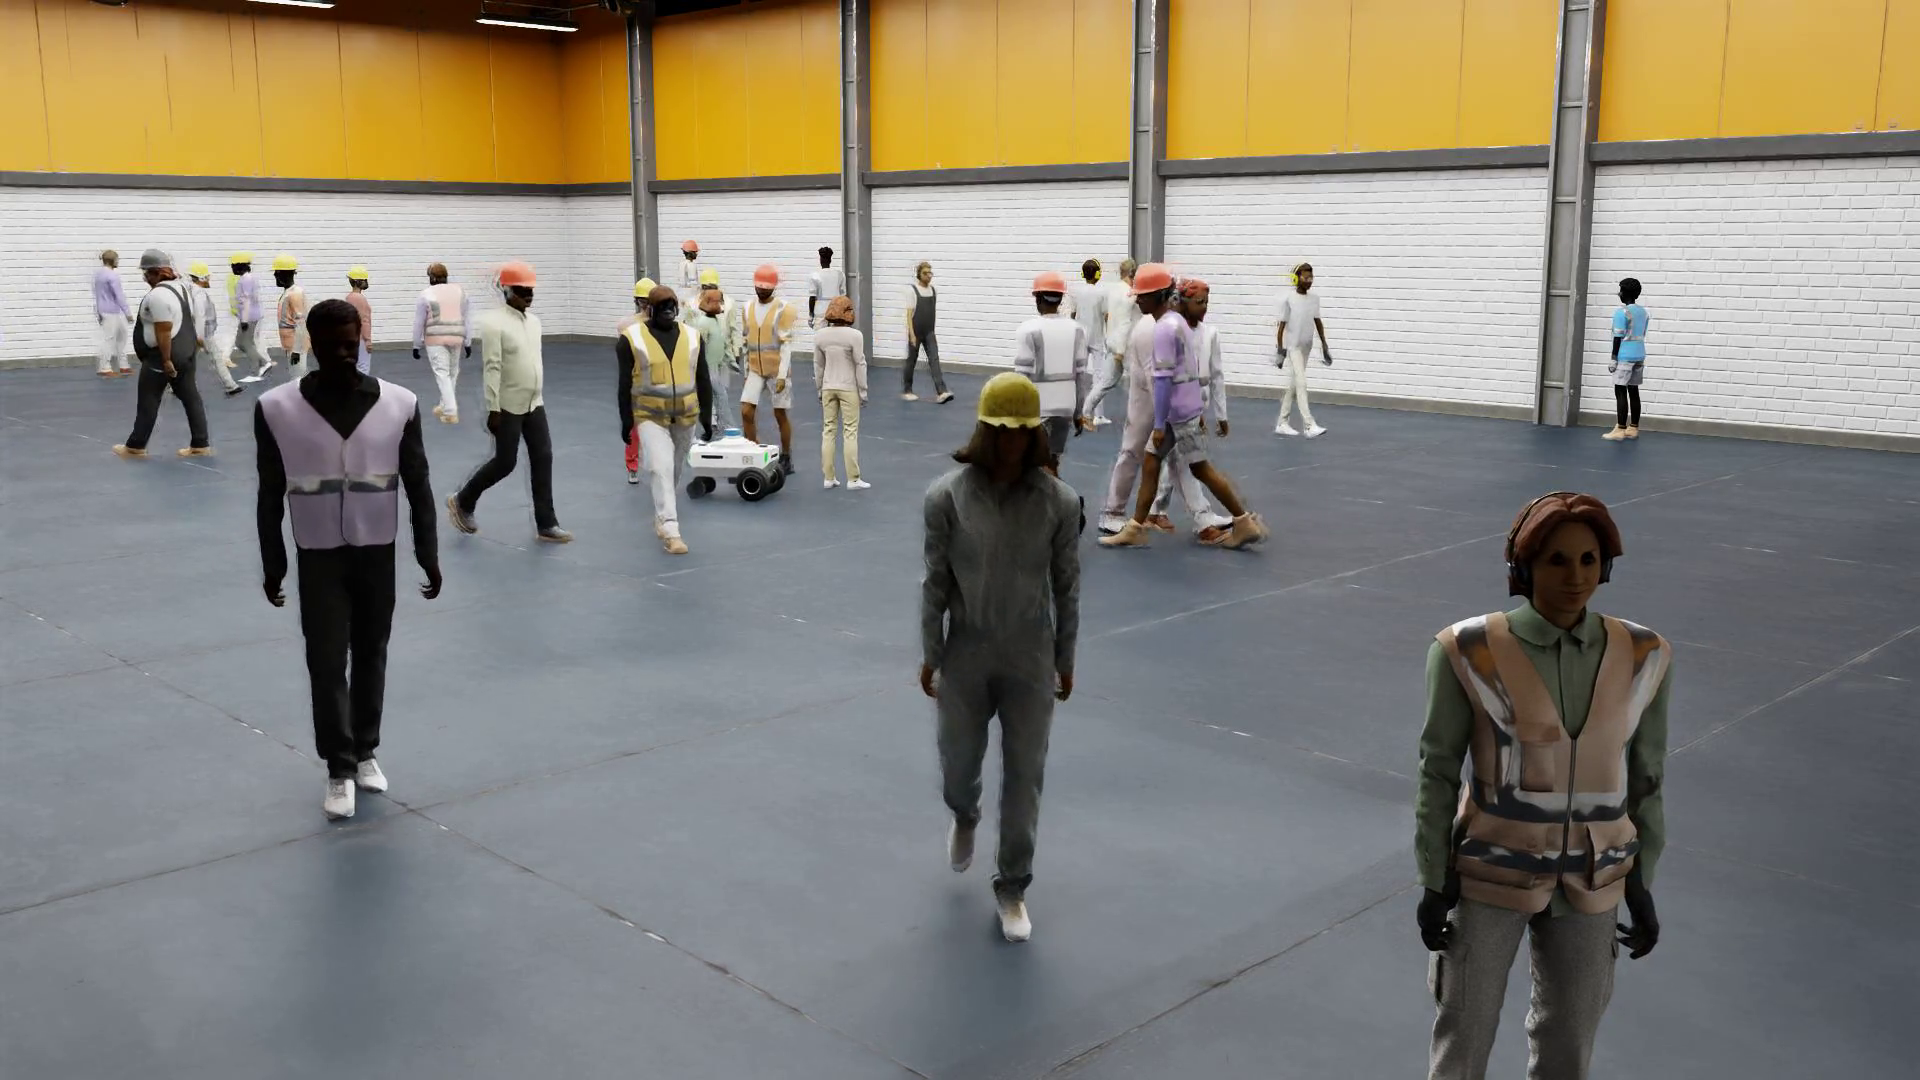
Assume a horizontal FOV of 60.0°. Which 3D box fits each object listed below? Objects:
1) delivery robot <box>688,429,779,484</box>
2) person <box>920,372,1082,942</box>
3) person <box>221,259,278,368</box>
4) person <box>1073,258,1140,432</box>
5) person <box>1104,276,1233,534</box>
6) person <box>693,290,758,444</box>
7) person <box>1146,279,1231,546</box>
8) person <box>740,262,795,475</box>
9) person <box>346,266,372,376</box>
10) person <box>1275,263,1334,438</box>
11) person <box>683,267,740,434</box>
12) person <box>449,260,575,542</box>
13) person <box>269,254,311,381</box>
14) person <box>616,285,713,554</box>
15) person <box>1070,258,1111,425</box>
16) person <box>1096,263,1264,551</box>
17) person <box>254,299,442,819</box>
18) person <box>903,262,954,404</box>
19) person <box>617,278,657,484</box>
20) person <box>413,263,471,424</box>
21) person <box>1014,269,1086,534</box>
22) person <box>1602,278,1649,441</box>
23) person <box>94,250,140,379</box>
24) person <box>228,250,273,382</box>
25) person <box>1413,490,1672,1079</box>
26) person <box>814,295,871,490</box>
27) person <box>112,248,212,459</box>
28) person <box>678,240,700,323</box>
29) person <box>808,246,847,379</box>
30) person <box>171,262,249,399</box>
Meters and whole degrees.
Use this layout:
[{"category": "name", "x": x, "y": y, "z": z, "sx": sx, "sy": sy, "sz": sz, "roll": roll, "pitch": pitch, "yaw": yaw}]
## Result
[{"category": "delivery robot", "x": -1.853, "y": -0.667, "z": 13.580, "sx": 0.707, "sy": 0.478, "sz": 0.477, "roll": 2, "pitch": 11, "yaw": 11}, {"category": "person", "x": 0.124, "y": 0.335, "z": 5.151, "sx": 0.504, "sy": 1.726, "sz": 0.503, "roll": -1, "pitch": 10, "yaw": -3}, {"category": "person", "x": -11.568, "y": -3.665, "z": 26.805, "sx": 0.639, "sy": 1.801, "sz": 0.944, "roll": 7, "pitch": 13, "yaw": 34}, {"category": "person", "x": 1.704, "y": -2.096, "z": 18.003, "sx": 0.946, "sy": 1.899, "sz": 0.628, "roll": -2, "pitch": 11, "yaw": -13}, {"category": "person", "x": 1.465, "y": -0.913, "z": 11.660, "sx": 1.004, "sy": 1.835, "sz": 0.671, "roll": 6, "pitch": 12, "yaw": 30}, {"category": "person", "x": -2.484, "y": -1.733, "z": 16.836, "sx": 0.879, "sy": 1.585, "sz": 0.514, "roll": 2, "pitch": 11, "yaw": 10}, {"category": "person", "x": 1.613, "y": -0.899, "z": 11.669, "sx": 0.590, "sy": 1.827, "sz": 1.001, "roll": -7, "pitch": 13, "yaw": -35}, {"category": "person", "x": -1.710, "y": -1.466, "z": 14.543, "sx": 0.559, "sy": 1.887, "sz": 0.759, "roll": 5, "pitch": 11, "yaw": 24}, {"category": "person", "x": -7.148, "y": -2.381, "z": 19.880, "sx": 0.310, "sy": 1.768, "sz": 0.533, "roll": -8, "pitch": 13, "yaw": -38}, {"category": "person", "x": 3.677, "y": -1.988, "z": 17.563, "sx": 0.544, "sy": 1.828, "sz": 0.924, "roll": -7, "pitch": 12, "yaw": -33}, {"category": "person", "x": -2.705, "y": -2.068, "z": 18.068, "sx": 0.586, "sy": 1.802, "sz": 0.704, "roll": -4, "pitch": 11, "yaw": -19}, {"category": "person", "x": -3.157, "y": -0.959, "z": 11.591, "sx": 0.854, "sy": 1.967, "sz": 0.627, "roll": 4, "pitch": 11, "yaw": 21}, {"category": "person", "x": -7.169, "y": -2.096, "z": 17.878, "sx": 0.374, "sy": 1.928, "sz": 0.584, "roll": -5, "pitch": 12, "yaw": -27}, {"category": "person", "x": -2.037, "y": -0.857, "z": 11.469, "sx": 0.634, "sy": 1.808, "sz": 0.930, "roll": -6, "pitch": 12, "yaw": -28}, {"category": "person", "x": 1.479, "y": -2.225, "z": 18.745, "sx": 0.513, "sy": 1.872, "sz": 0.328, "roll": 5, "pitch": 12, "yaw": 27}, {"category": "person", "x": 1.530, "y": -0.873, "z": 11.171, "sx": 1.108, "sy": 1.964, "sz": 0.621, "roll": 1, "pitch": 10, "yaw": 7}, {"category": "person", "x": -2.246, "y": 0.065, "z": 6.176, "sx": 0.617, "sy": 1.892, "sz": 0.736, "roll": -6, "pitch": 12, "yaw": -30}, {"category": "person", "x": -0.456, "y": -2.623, "z": 21.144, "sx": 0.522, "sy": 1.790, "sz": 0.992, "roll": -7, "pitch": 13, "yaw": -34}, {"category": "person", "x": -2.688, "y": -1.372, "z": 14.376, "sx": 0.526, "sy": 1.769, "sz": 0.330, "roll": -6, "pitch": 12, "yaw": -28}, {"category": "person", "x": -5.948, "y": -2.240, "z": 18.991, "sx": 0.790, "sy": 1.807, "sz": 0.652, "roll": 9, "pitch": 14, "yaw": 42}, {"category": "person", "x": 0.666, "y": -0.908, "z": 11.488, "sx": 0.574, "sy": 1.911, "sz": 0.776, "roll": -5, "pitch": 12, "yaw": -27}, {"category": "person", "x": 6.970, "y": -1.884, "z": 17.377, "sx": 0.532, "sy": 1.694, "sz": 0.319, "roll": -8, "pitch": 13, "yaw": -38}, {"category": "person", "x": -12.622, "y": -3.380, "z": 24.942, "sx": 0.791, "sy": 1.912, "sz": 0.654, "roll": -9, "pitch": 14, "yaw": -42}, {"category": "person", "x": -10.379, "y": -3.246, "z": 24.214, "sx": 0.436, "sy": 1.913, "sz": 0.594, "roll": -6, "pitch": 12, "yaw": -28}, {"category": "person", "x": 1.163, "y": 0.710, "z": 3.369, "sx": 0.511, "sy": 1.640, "sz": 0.308, "roll": -1, "pitch": 10, "yaw": -3}, {"category": "person", "x": -0.995, "y": -1.238, "z": 14.002, "sx": 0.498, "sy": 1.634, "sz": 0.279, "roll": 6, "pitch": 12, "yaw": 28}, {"category": "person", "x": -7.708, "y": -1.795, "z": 15.933, "sx": 0.940, "sy": 2.000, "sz": 0.694, "roll": 0, "pitch": 10, "yaw": 2}, {"category": "person", "x": -4.668, "y": -4.164, "z": 28.841, "sx": 0.389, "sy": 2.045, "sz": 0.606, "roll": -6, "pitch": 12, "yaw": -30}, {"category": "person", "x": -1.973, "y": -3.358, "z": 24.659, "sx": 0.603, "sy": 1.966, "sz": 0.367, "roll": -5, "pitch": 11, "yaw": -24}, {"category": "person", "x": -9.889, "y": -2.725, "z": 21.723, "sx": 0.955, "sy": 1.784, "sz": 0.605, "roll": -10, "pitch": 14, "yaw": -43}]
